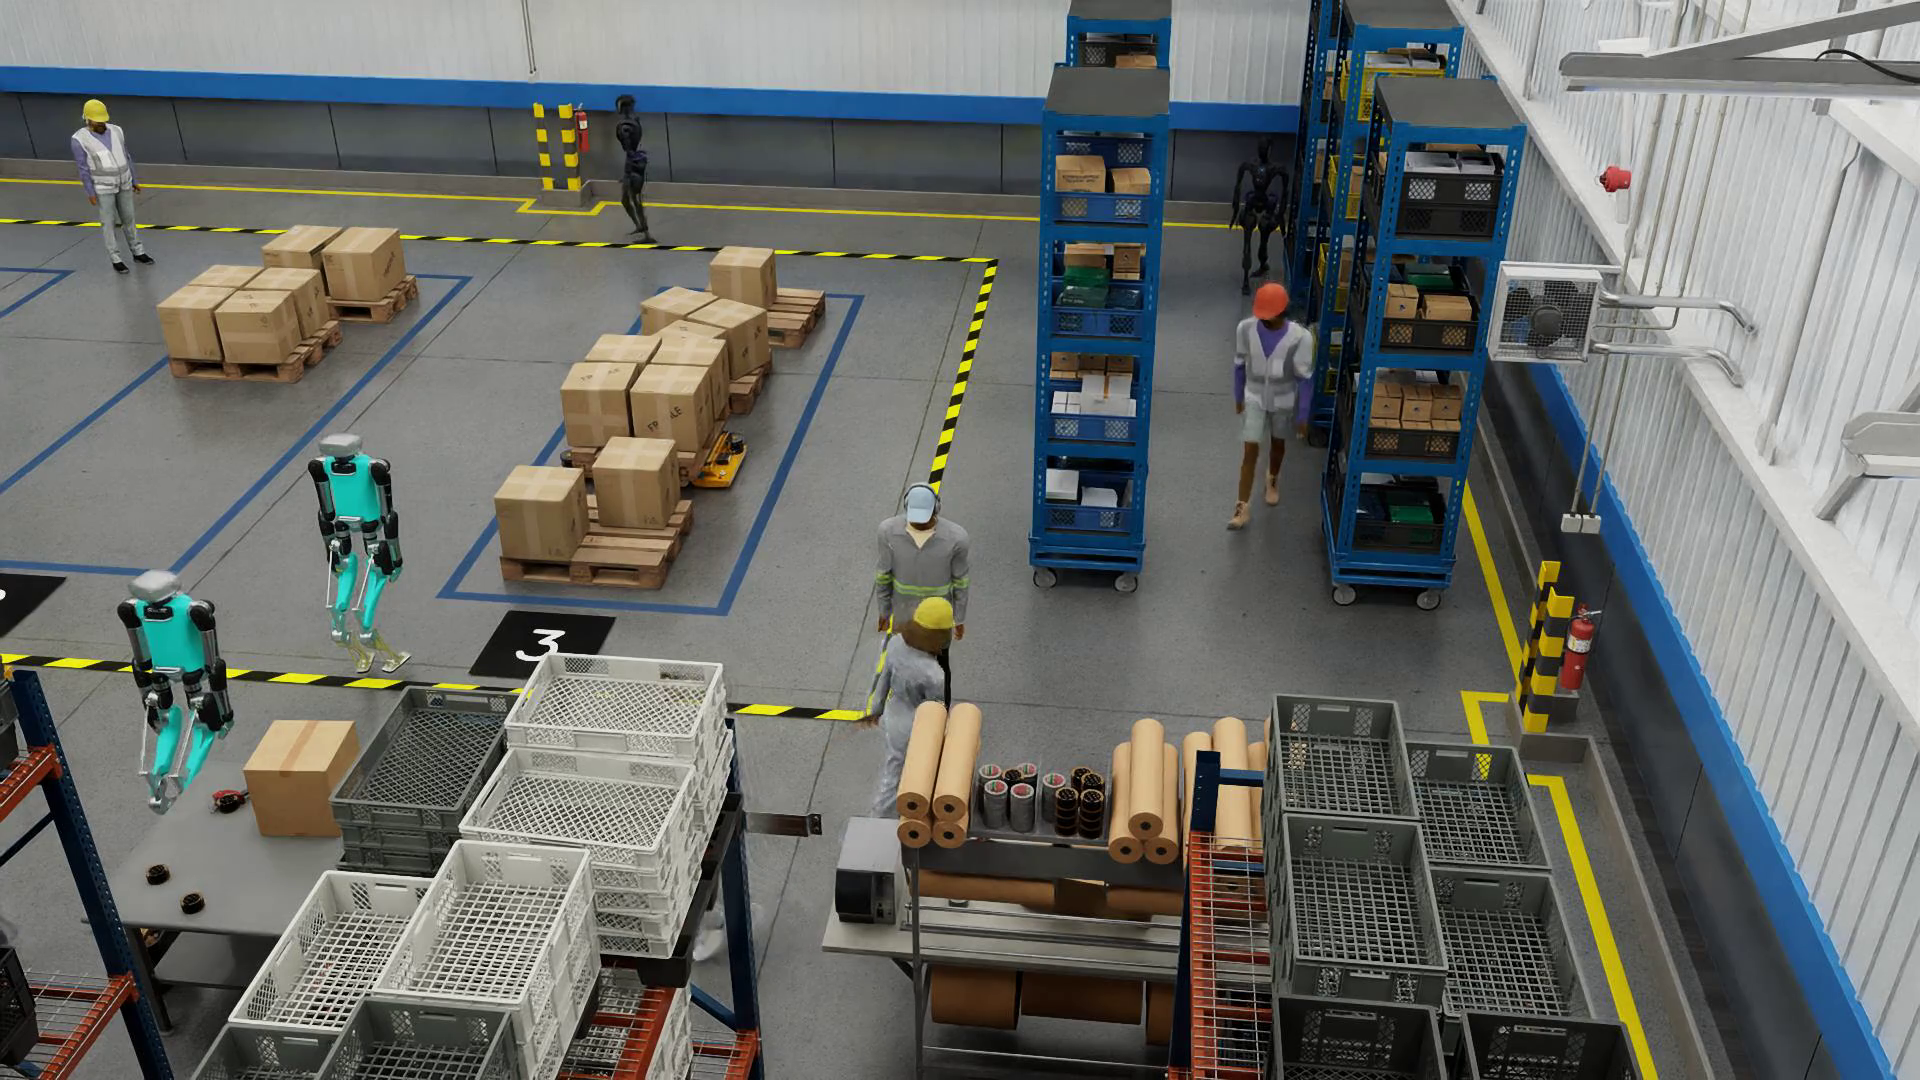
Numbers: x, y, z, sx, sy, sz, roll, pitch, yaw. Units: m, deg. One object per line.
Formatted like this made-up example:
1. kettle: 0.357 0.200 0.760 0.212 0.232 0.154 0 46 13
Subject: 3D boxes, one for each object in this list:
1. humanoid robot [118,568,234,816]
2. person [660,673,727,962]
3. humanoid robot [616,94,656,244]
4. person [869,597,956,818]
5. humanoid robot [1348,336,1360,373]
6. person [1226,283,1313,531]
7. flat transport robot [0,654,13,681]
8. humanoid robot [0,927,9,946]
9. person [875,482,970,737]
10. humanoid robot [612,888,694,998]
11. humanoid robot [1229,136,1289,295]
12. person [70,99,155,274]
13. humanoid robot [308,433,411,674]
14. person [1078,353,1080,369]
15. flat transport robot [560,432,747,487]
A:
1. humanoid robot: -4.422 1.034 9.324 0.531 1.674 0.763 3 30 4
2. person: -1.485 1.451 8.616 0.391 1.854 0.522 -11 32 -18
3. humanoid robot: -3.586 -4.051 18.235 0.362 1.649 0.597 -3 30 -5
4. person: -0.227 1.045 9.470 0.919 1.672 0.544 -17 34 -27
5. humanoid robot: 3.334 -1.210 13.159 0.533 1.677 0.735 3 30 6
6. person: 2.366 -1.026 12.727 0.649 1.971 1.067 11 32 18
7. flat transport robot: -7.142 0.969 11.010 1.431 0.231 0.659 3 30 6
8. humanoid robot: -5.390 1.577 8.578 0.608 1.633 0.467 -5 31 -8
9. person: -0.240 0.452 10.325 0.587 1.850 0.388 4 30 7
10. humanoid robot: -1.471 2.037 7.783 0.377 1.644 0.601 1 30 1
11. humanoid robot: 3.095 -3.381 17.142 0.599 1.639 0.744 10 32 16
12. person: -8.948 -3.744 17.560 0.403 1.822 0.588 18 35 27
13. humanoid robot: -3.954 0.170 10.793 0.533 1.672 0.735 3 30 6
14. person: 1.004 -1.198 13.214 0.802 1.803 0.611 -17 34 -27
15. flat transport robot: -2.554 -0.707 13.861 1.431 0.197 0.652 3 30 6
